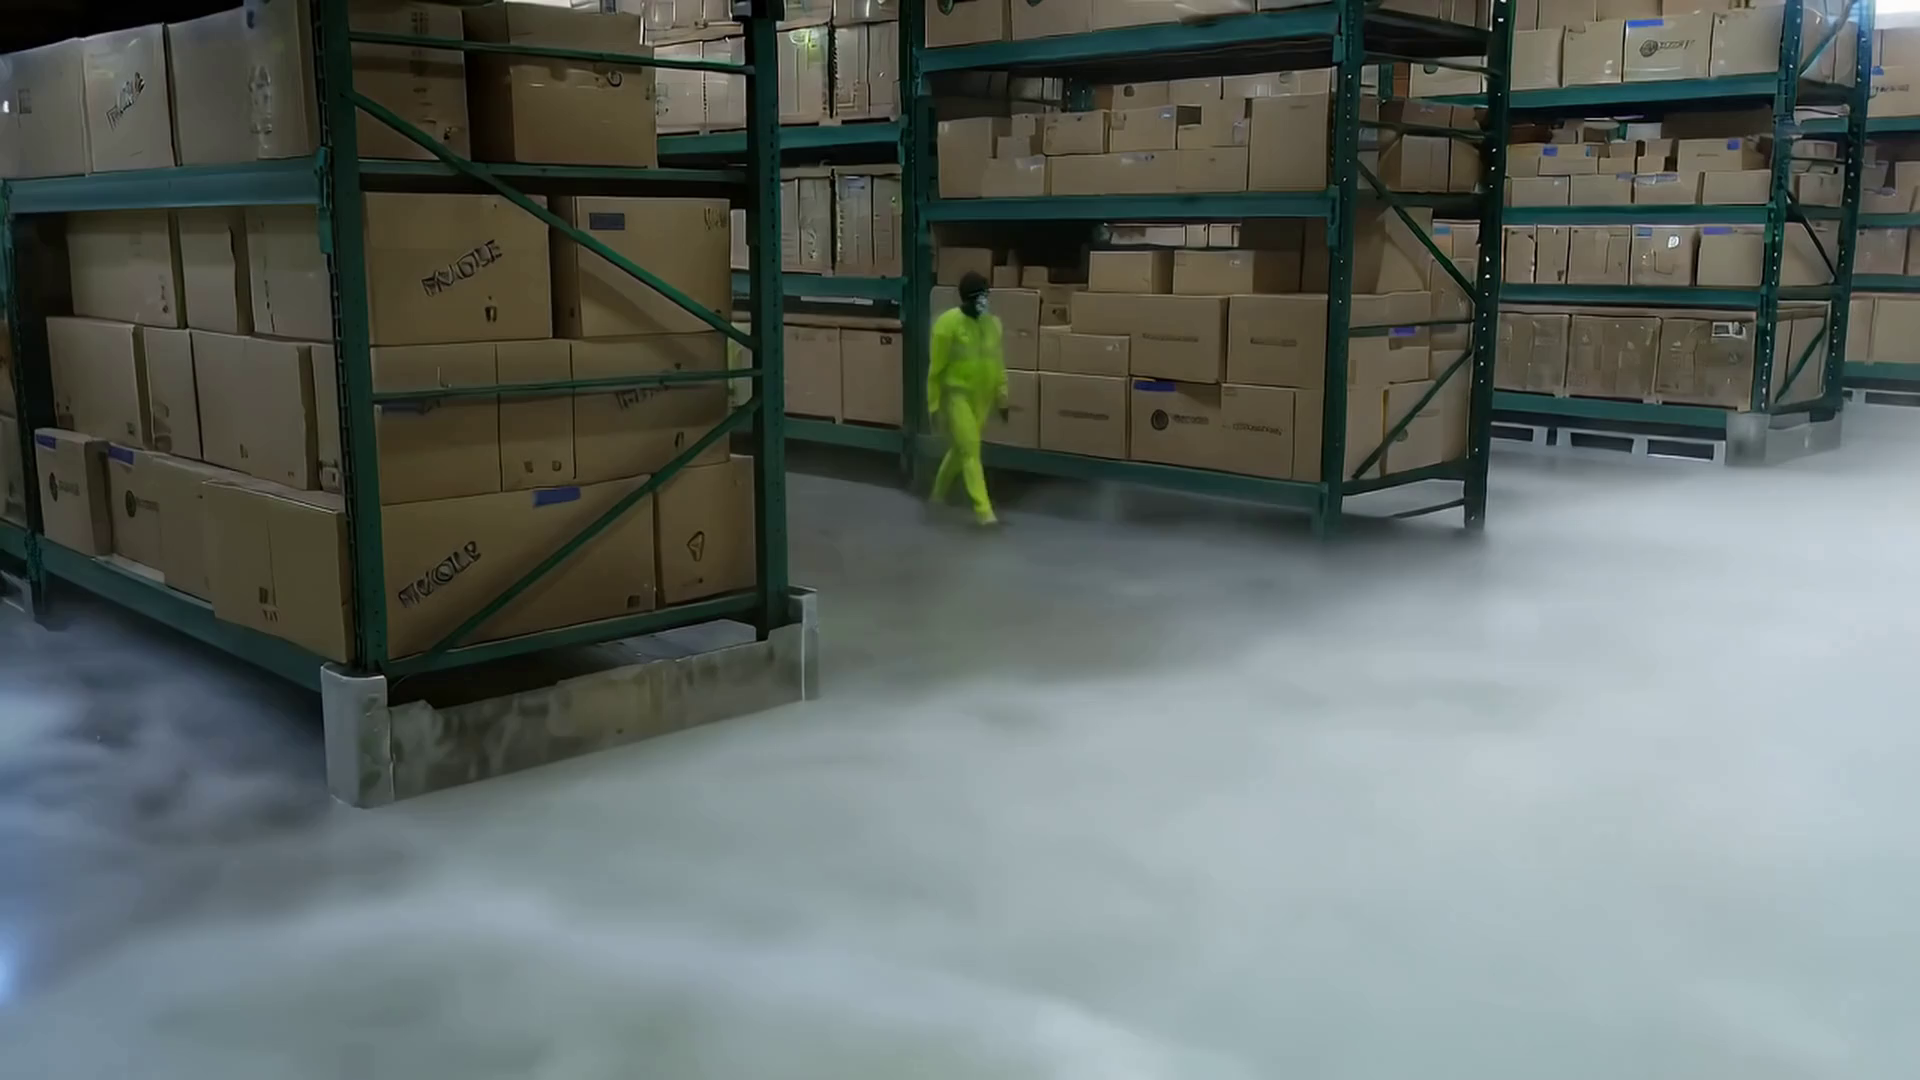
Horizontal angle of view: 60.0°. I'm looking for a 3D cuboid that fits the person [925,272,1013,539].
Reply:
[{"bbox_3d":[0.033,-0.992,12.021,0.638,1.885,1.055,-9,14,-41],"label":"person"}]
